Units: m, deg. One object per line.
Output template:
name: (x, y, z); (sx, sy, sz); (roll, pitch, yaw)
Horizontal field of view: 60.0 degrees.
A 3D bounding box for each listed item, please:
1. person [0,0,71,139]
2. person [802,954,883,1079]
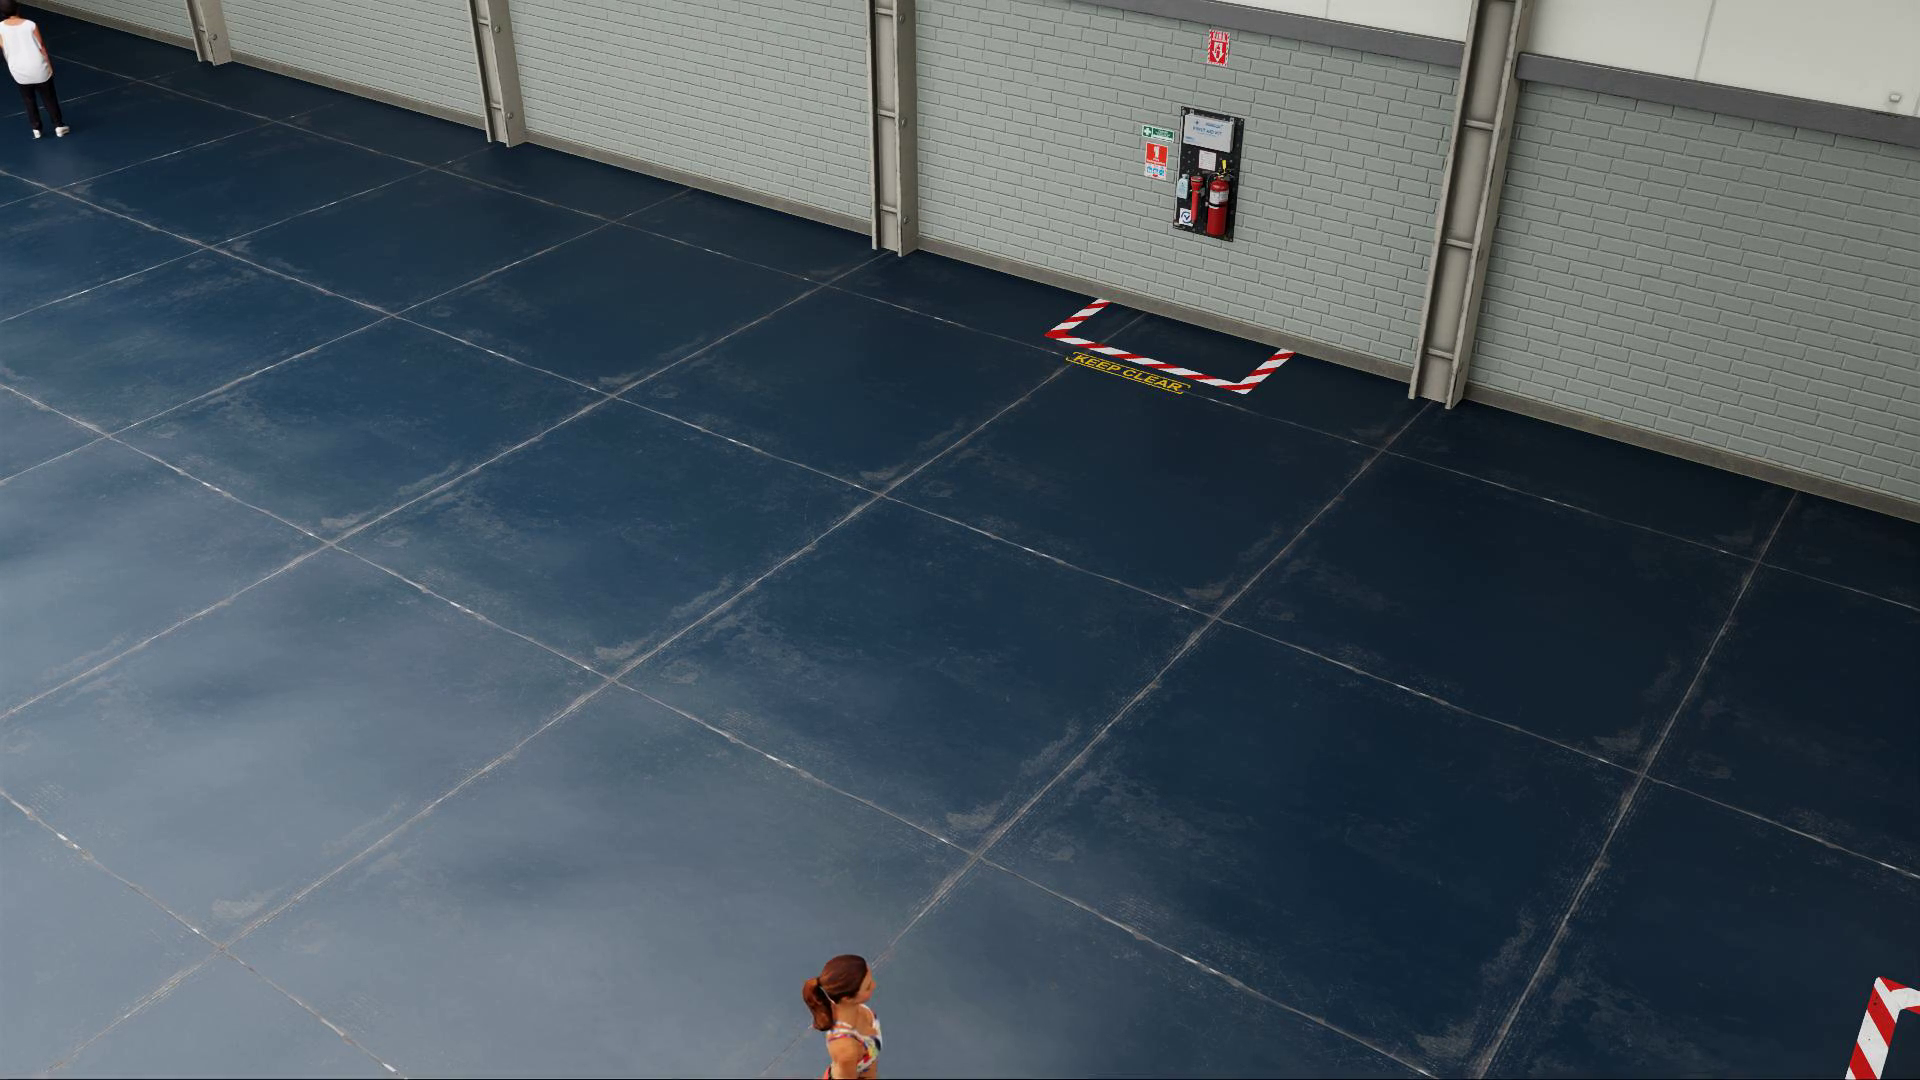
person: (-11.392, -5.796, 20.365); (0.760, 1.687, 0.819); (-6, 33, -9)
person: (-0.551, 2.454, 7.210); (1.052, 1.769, 1.012); (-6, 33, -10)
